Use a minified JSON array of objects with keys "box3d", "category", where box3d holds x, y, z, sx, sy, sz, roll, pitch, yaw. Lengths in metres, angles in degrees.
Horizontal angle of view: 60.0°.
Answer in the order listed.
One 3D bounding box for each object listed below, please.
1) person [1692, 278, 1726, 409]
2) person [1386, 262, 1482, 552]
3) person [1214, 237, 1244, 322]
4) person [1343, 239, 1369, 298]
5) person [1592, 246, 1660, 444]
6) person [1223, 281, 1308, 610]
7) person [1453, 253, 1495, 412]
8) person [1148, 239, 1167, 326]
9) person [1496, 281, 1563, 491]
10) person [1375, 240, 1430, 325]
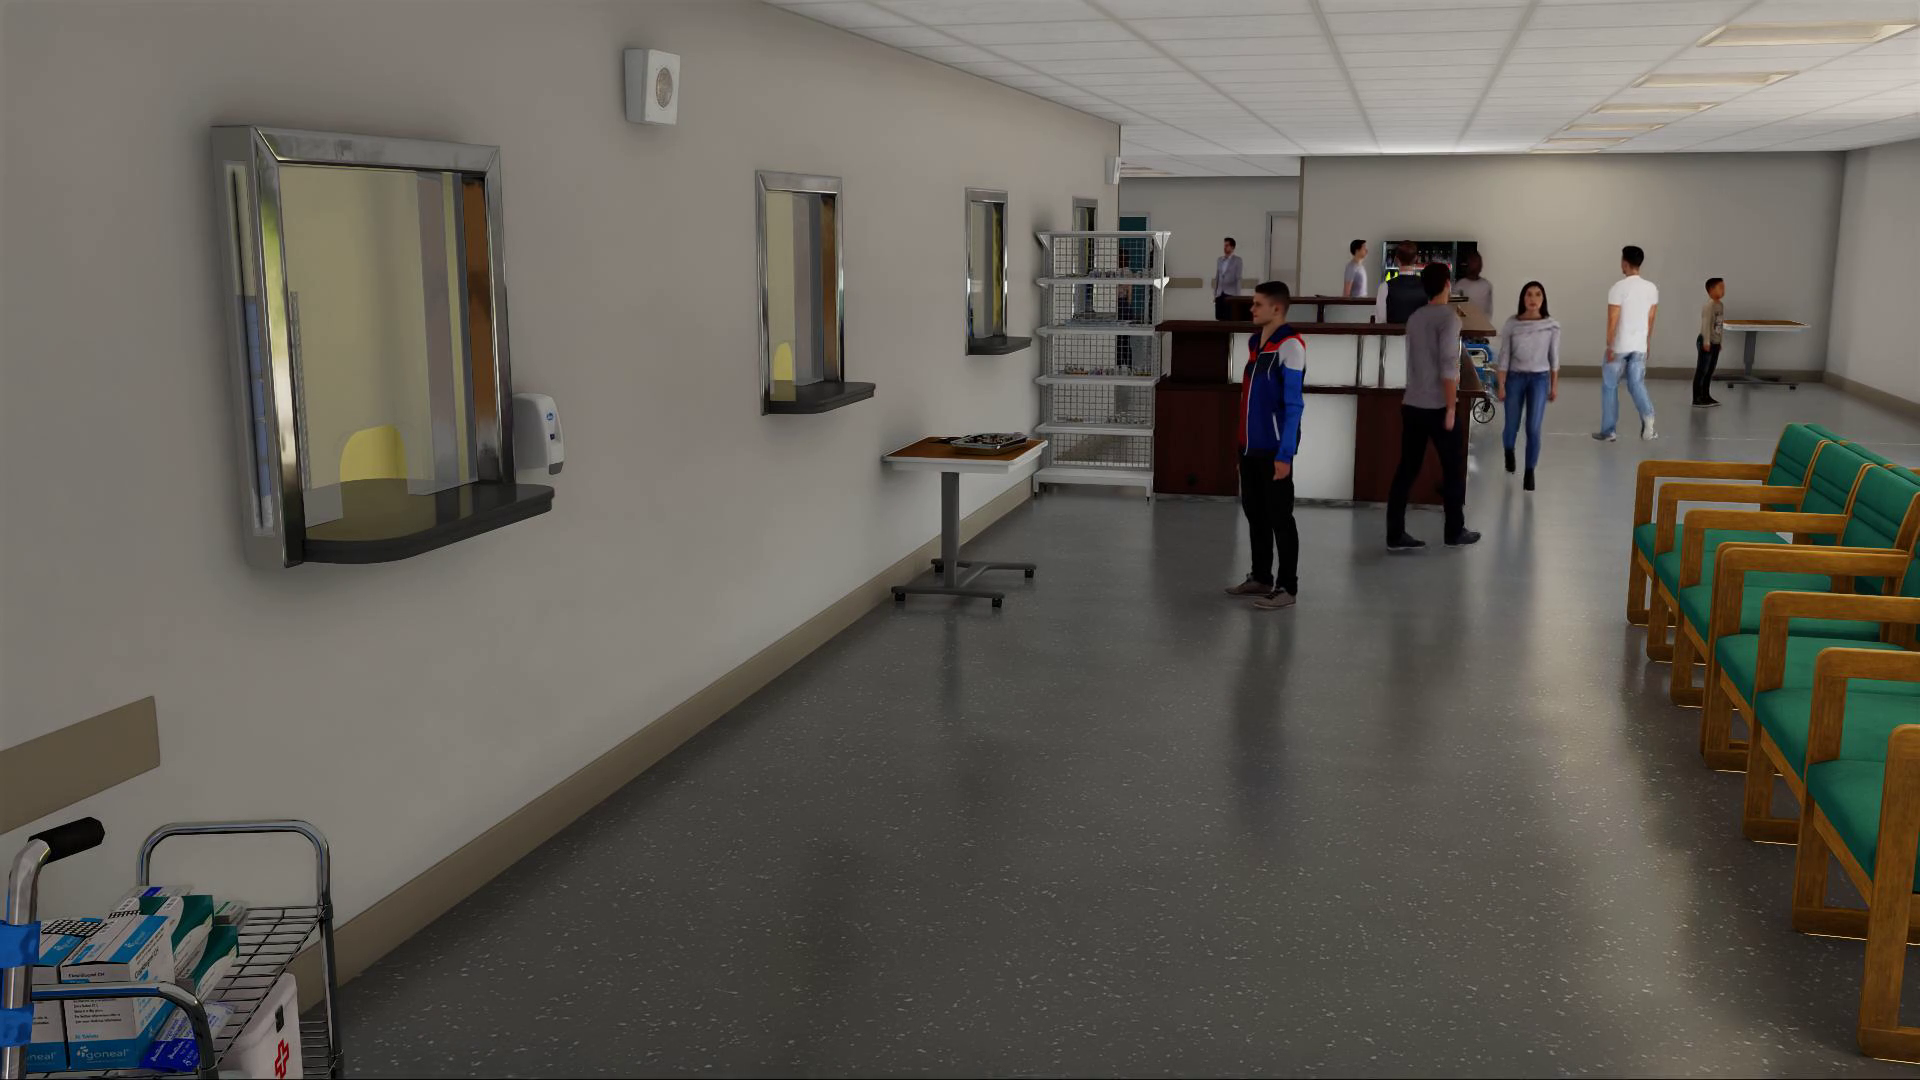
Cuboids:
[{"box3d":[8.525,-2.248,18.936,0.617,1.461,0.652,-9,14,-40],"category":"person"},{"box3d":[2.904,-0.808,10.444,1.066,1.799,0.989,-3,11,-15],"category":"person"},{"box3d":[4.428,-4.008,27.220,1.074,1.832,1.092,-10,15,-42],"category":"person"},{"box3d":[5.097,-3.010,21.935,1.060,1.841,0.835,5,12,26],"category":"person"},{"box3d":[6.287,-1.799,15.540,1.011,1.846,0.970,-2,11,-10],"category":"person"},{"box3d":[1.685,-0.517,9.019,0.730,1.757,0.714,-4,11,-20],"category":"person"},{"box3d":[5.595,-2.276,18.374,0.926,1.727,0.904,-3,11,-14],"category":"person"},{"box3d":[3.899,-5.132,33.161,0.715,1.825,0.773,0,11,-2],"category":"person"},{"box3d":[4.432,-1.206,13.046,0.906,1.610,0.665,3,11,14],"category":"person"},{"box3d":[3.692,-1.520,13.831,0.564,1.935,0.749,1,11,5],"category":"person"}]
